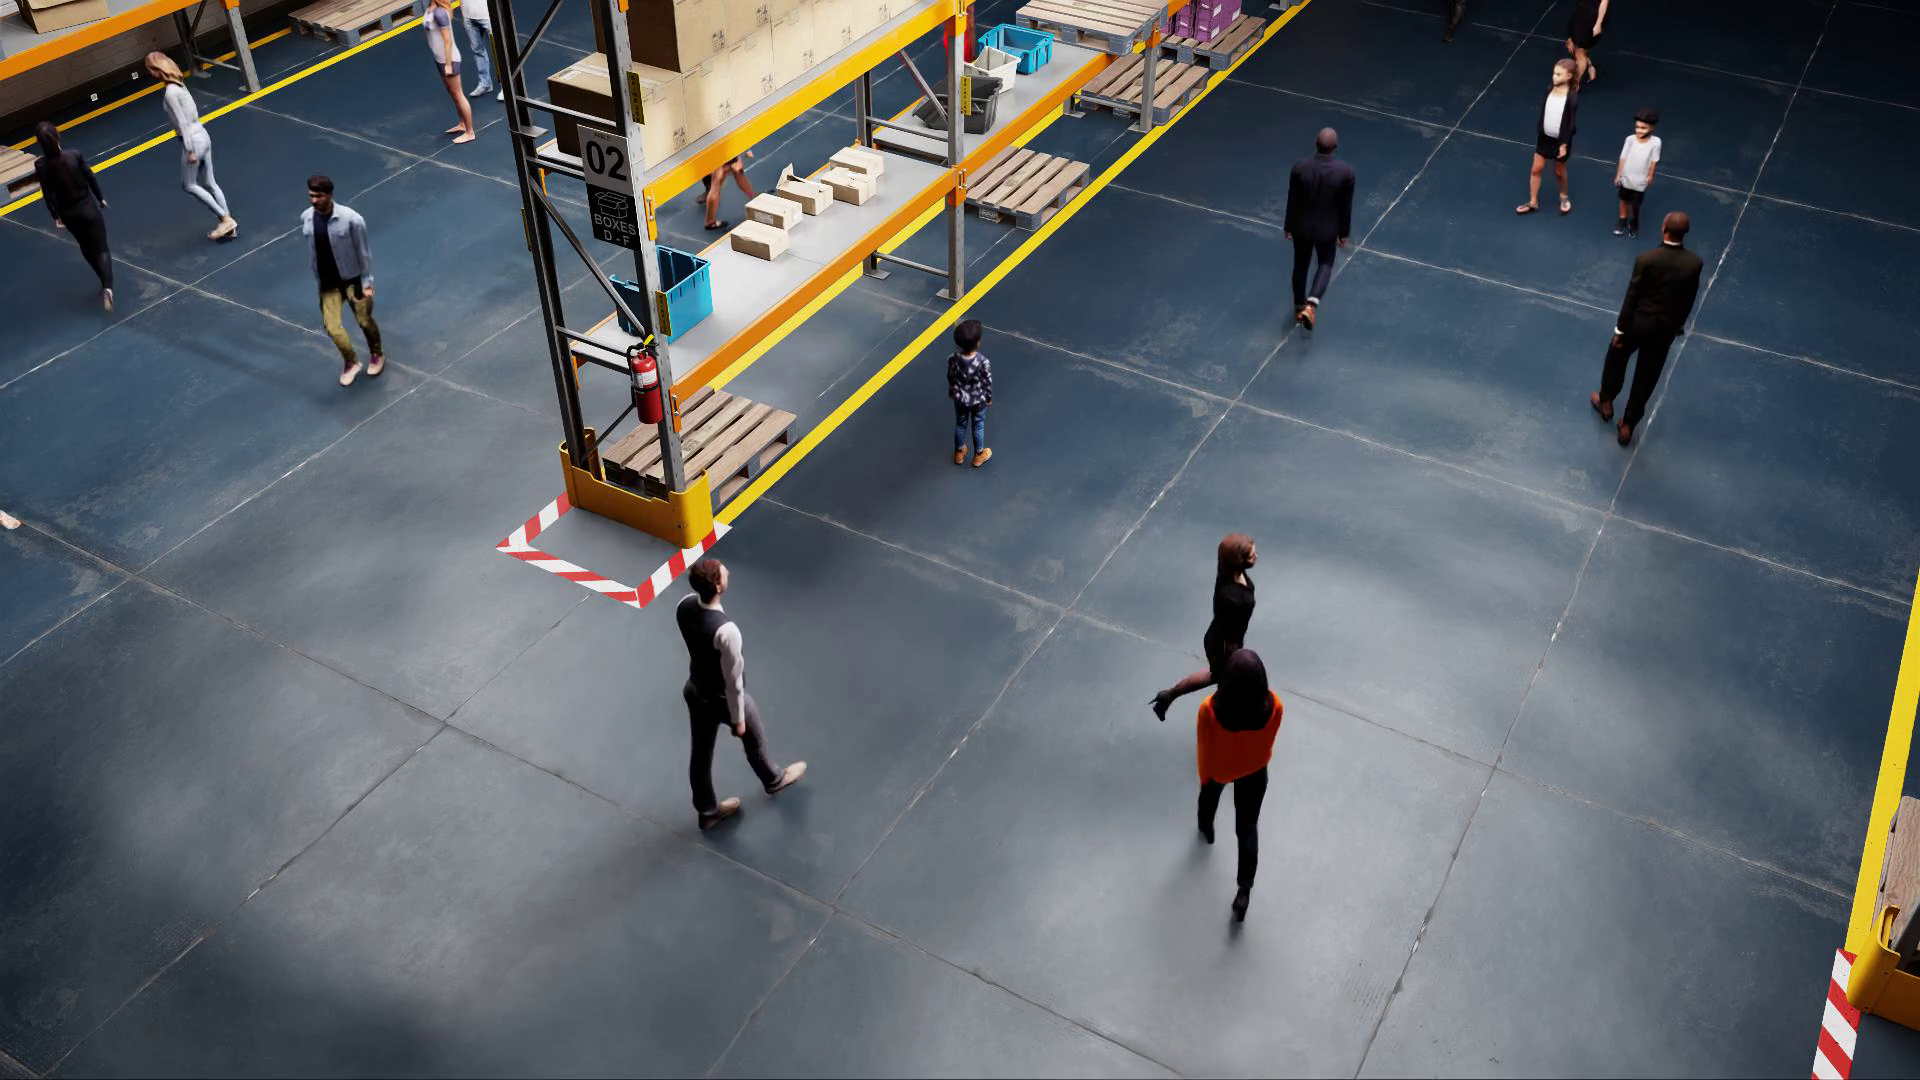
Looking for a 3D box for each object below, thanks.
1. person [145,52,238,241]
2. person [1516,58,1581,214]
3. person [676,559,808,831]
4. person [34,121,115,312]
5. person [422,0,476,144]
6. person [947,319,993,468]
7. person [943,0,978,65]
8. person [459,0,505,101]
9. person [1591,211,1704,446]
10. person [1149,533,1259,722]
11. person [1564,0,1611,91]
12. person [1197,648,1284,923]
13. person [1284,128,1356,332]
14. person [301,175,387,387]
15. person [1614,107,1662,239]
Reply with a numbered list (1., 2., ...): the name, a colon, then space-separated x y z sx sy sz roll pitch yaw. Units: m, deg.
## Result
1. person: -6.954 -3.618 15.309 0.854 1.766 0.780 -10 40 -12
2. person: 5.684 -3.820 15.750 0.897 1.532 0.732 -29 47 -31
3. person: -1.456 0.931 9.495 0.848 1.915 1.071 32 48 33
4. person: -7.539 -2.753 14.292 1.048 1.683 1.061 -12 40 -15
5. person: -5.223 -4.917 16.964 0.714 1.732 0.681 -16 41 -19
6. person: 0.071 -1.117 12.591 0.537 1.250 0.538 12 40 14
7. person: -0.070 -5.019 17.097 0.828 1.725 0.739 -28 46 -30
8. person: -5.119 -5.645 17.768 0.715 1.865 0.622 12 40 15
9. person: 5.258 -1.562 12.644 0.887 1.880 1.007 8 39 9
10. person: 1.520 0.641 10.036 0.848 1.692 0.873 4 39 5
11. person: 6.793 -5.532 17.760 0.942 1.699 0.884 -6 39 -8
12. person: 1.539 1.338 9.150 0.965 1.708 1.200 1 39 1
13. person: 2.978 -2.563 13.955 0.832 1.808 0.978 10 40 13
14. person: -4.946 -2.153 13.452 0.840 1.795 0.870 4 39 5
15. person: 6.317 -3.460 15.529 0.480 1.245 0.466 18 42 22
